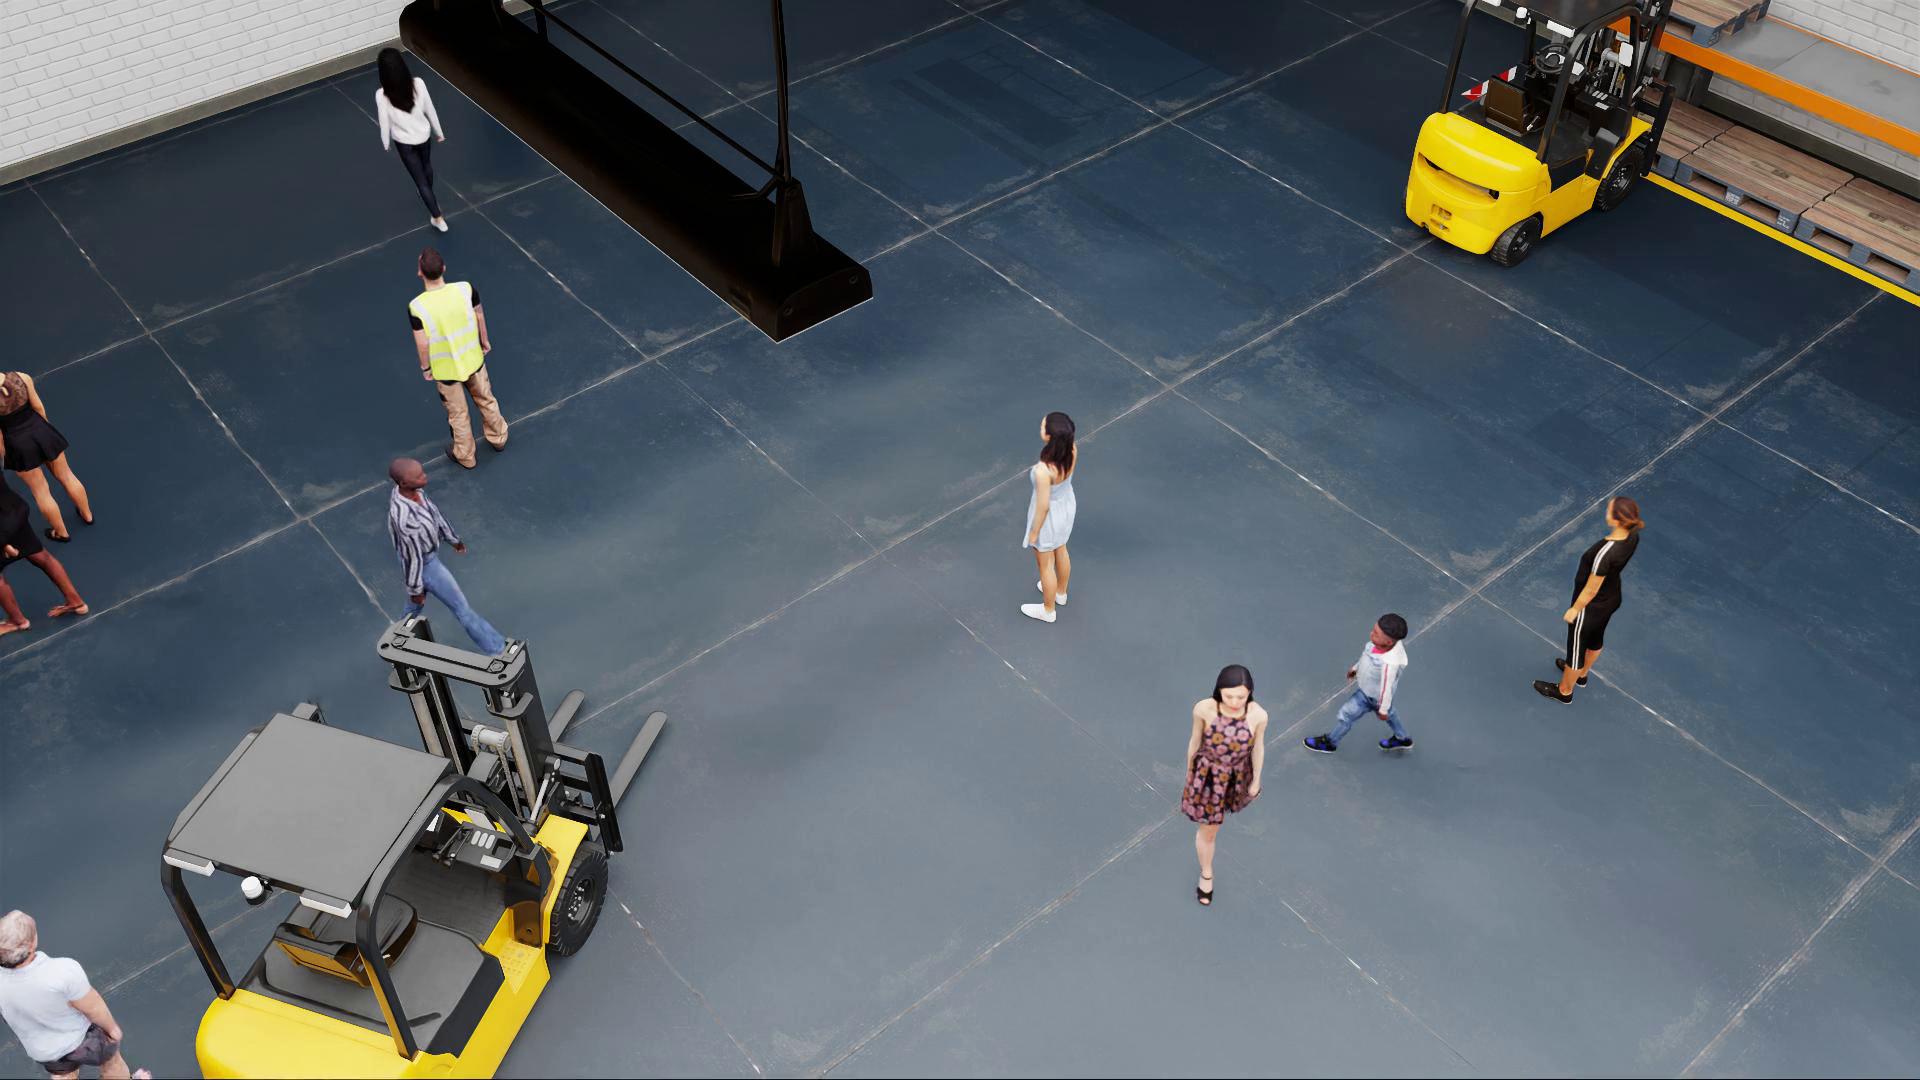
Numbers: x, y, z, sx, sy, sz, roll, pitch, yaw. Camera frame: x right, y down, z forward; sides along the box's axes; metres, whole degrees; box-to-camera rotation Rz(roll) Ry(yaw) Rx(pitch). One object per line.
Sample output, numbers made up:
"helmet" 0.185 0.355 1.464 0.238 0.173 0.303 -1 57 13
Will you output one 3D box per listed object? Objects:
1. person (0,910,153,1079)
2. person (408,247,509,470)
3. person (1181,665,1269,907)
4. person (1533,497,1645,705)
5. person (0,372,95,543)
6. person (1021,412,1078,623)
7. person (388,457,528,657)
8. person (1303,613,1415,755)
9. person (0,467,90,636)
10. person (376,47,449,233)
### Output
"person" -4.405 2.494 8.124 0.971 1.810 1.101 -5 44 -5
"person" -3.679 -1.323 12.106 0.683 1.845 0.674 -31 52 -28
"person" 1.485 1.281 9.442 1.064 1.749 1.130 3 44 3
"person" 4.004 0.372 10.453 0.588 1.669 0.517 -33 53 -30
"person" -6.474 -0.684 11.551 0.641 1.685 0.636 25 49 24
"person" 0.612 -0.158 10.966 0.630 1.731 0.650 23 48 22
"person" -3.512 0.190 10.581 0.959 1.758 1.102 -14 45 -14
"person" 2.627 0.903 10.212 0.952 1.233 0.812 9 44 10
"person" -6.168 -0.102 10.927 0.898 1.703 0.895 -8 44 -8
"person" -4.715 -3.442 14.453 0.636 1.675 0.916 -30 51 -28
